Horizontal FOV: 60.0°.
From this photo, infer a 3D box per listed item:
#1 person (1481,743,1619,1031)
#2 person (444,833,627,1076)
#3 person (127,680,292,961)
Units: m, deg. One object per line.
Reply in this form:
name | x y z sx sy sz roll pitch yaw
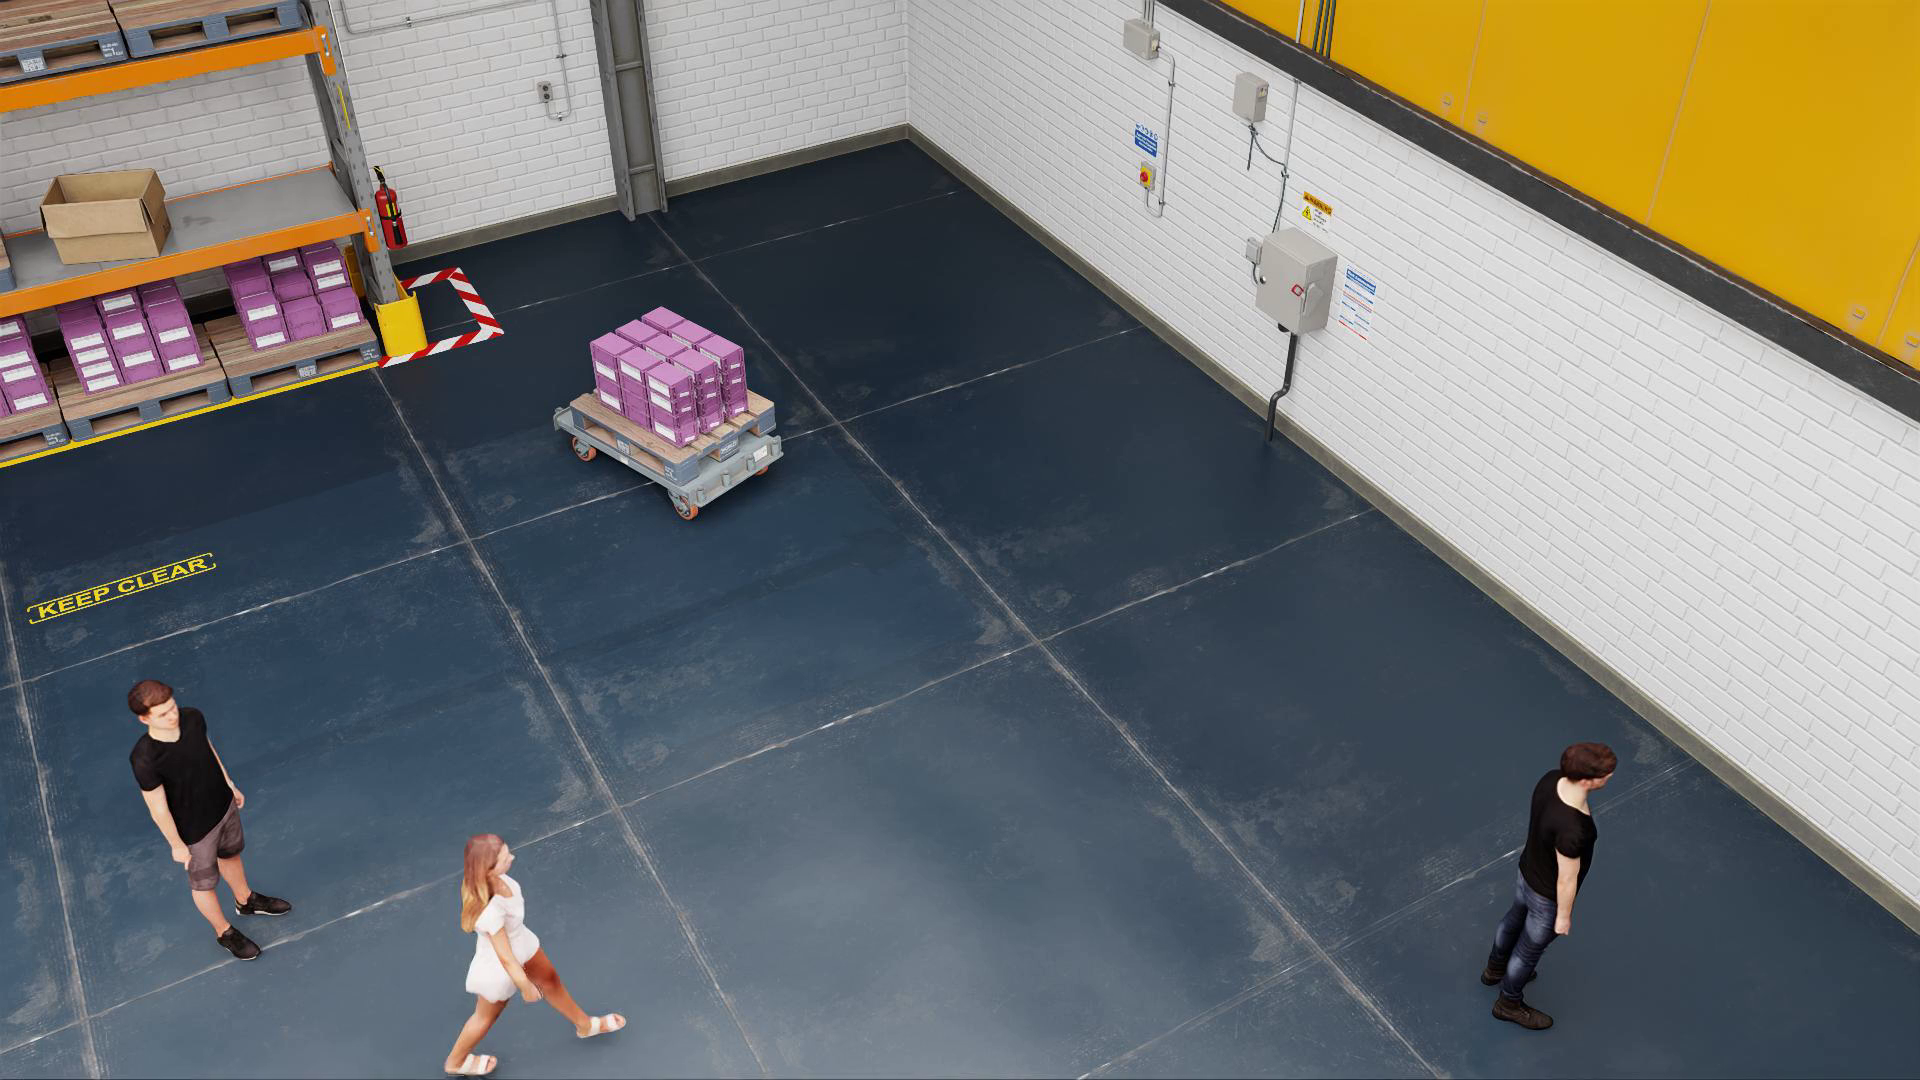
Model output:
person | 2.959 1.722 8.406 0.767 1.897 0.759 1 39 1
person | -2.323 2.080 8.157 1.211 1.646 0.799 -10 40 -12
person | -4.027 1.436 8.791 0.818 1.862 0.757 10 40 12
